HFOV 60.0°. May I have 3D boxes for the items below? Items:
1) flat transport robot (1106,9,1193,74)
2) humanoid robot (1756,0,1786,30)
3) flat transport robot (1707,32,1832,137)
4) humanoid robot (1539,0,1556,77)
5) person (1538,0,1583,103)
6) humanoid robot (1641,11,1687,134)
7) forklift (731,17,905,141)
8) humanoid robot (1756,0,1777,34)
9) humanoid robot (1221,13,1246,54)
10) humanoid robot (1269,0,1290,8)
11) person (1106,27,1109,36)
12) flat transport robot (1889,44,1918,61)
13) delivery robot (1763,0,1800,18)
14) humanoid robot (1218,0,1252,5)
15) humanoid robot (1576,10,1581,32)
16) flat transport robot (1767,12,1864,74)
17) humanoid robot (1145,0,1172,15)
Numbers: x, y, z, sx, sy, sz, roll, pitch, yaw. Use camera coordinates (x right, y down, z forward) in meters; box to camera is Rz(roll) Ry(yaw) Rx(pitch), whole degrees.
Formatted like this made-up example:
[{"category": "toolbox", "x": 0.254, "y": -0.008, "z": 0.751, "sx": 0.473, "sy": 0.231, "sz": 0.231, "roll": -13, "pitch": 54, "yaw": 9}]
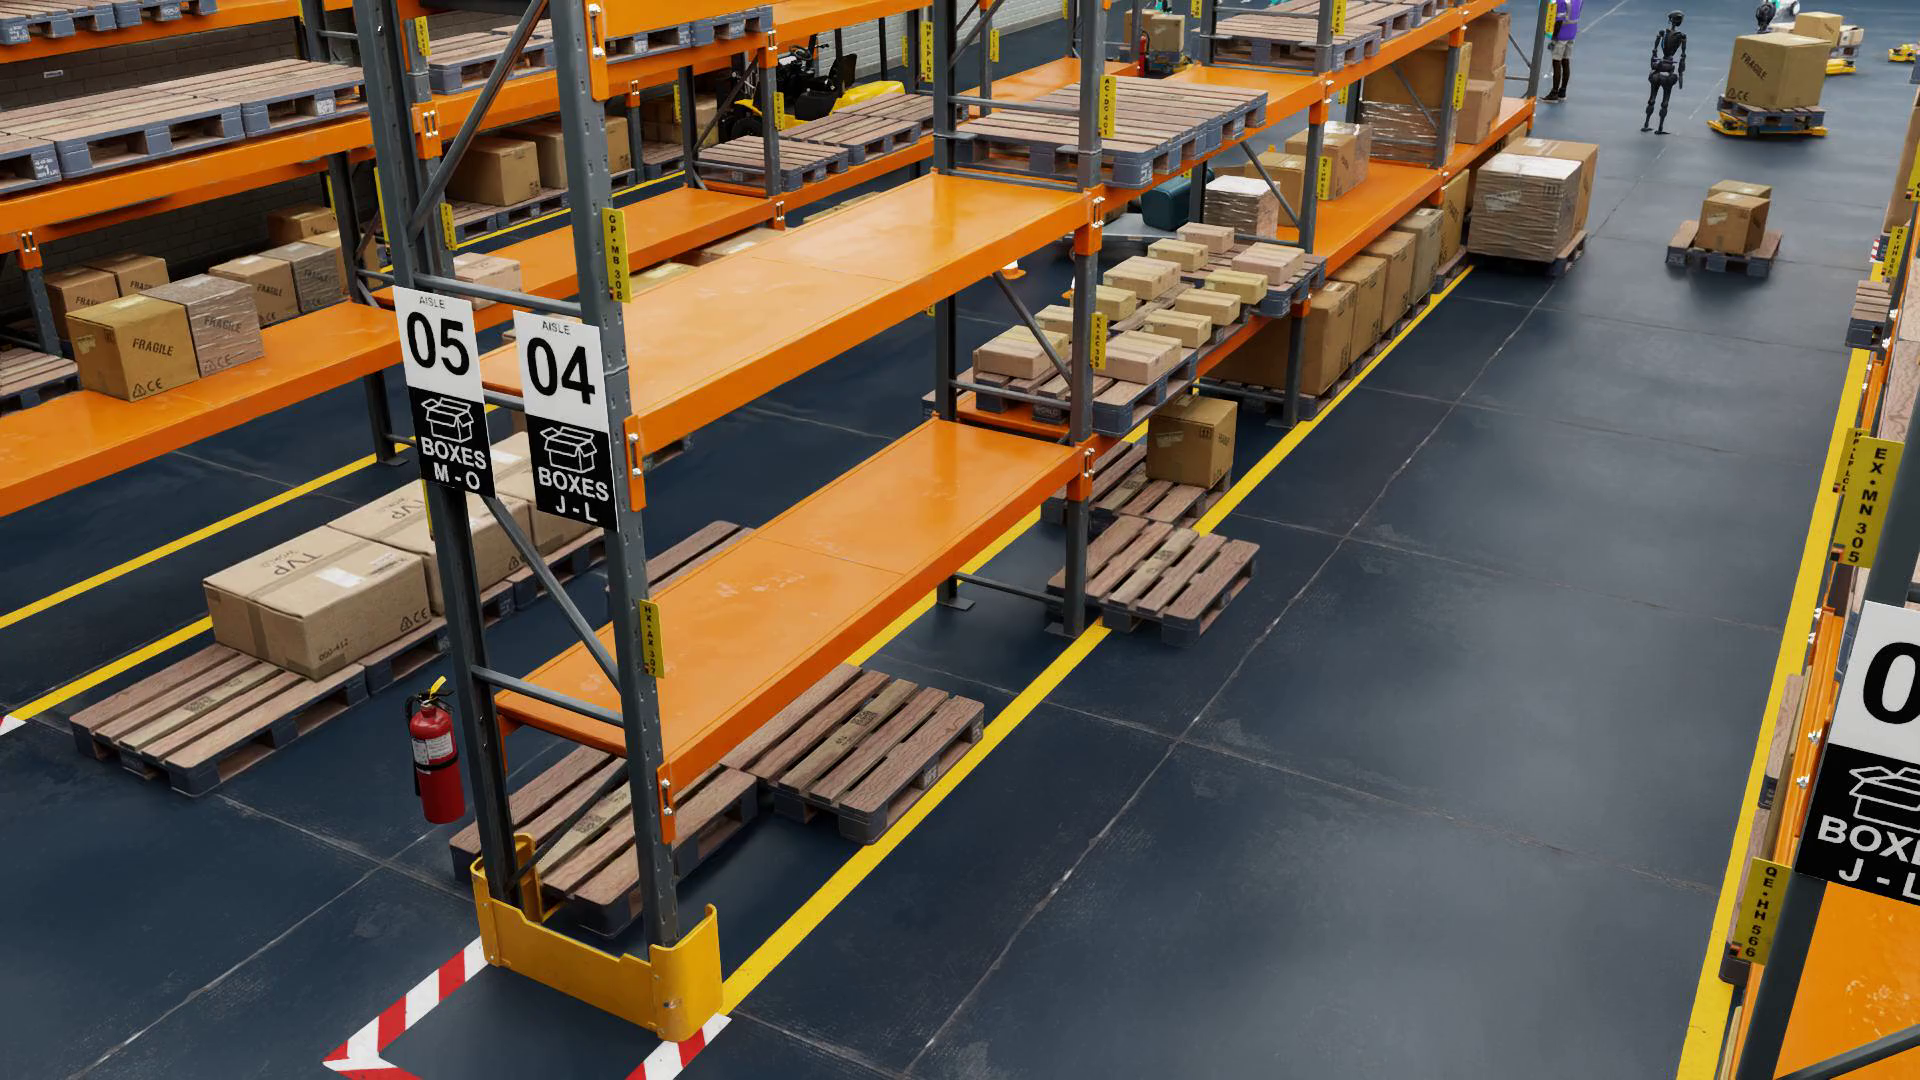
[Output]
[{"category": "flat transport robot", "x": 3.199, "y": -8.044, "z": 28.057, "sx": 1.431, "sy": 0.231, "sz": 0.659, "roll": 4, "pitch": 26, "yaw": 8}, {"category": "humanoid robot", "x": 15.527, "y": -10.449, "z": 31.475, "sx": 0.795, "sy": 1.882, "sz": 0.553, "roll": 4, "pitch": 26, "yaw": 8}, {"category": "flat transport robot", "x": 11.458, "y": -5.893, "z": 23.587, "sx": 1.431, "sy": 0.231, "sz": 0.659, "roll": 0, "pitch": 26, "yaw": 0}, {"category": "humanoid robot", "x": 9.751, "y": -8.429, "z": 27.186, "sx": 0.700, "sy": 1.783, "sz": 0.578, "roll": 17, "pitch": 30, "yaw": 31}, {"category": "person", "x": 9.177, "y": -7.677, "z": 25.346, "sx": 0.606, "sy": 1.958, "sz": 0.381, "roll": -21, "pitch": 33, "yaw": -37}, {"category": "humanoid robot", "x": 9.910, "y": -6.582, "z": 23.378, "sx": 0.315, "sy": 1.657, "sz": 0.599, "roll": -12, "pitch": 28, "yaw": -23}, {"category": "forklift", "x": -1.819, "y": -5.975, "z": 21.543, "sx": 2.313, "sy": 2.155, "sz": 1.214, "roll": 14, "pitch": 29, "yaw": 26}, {"category": "humanoid robot", "x": 12.616, "y": -7.812, "z": 25.989, "sx": 0.687, "sy": 1.636, "sz": 0.610, "roll": 10, "pitch": 28, "yaw": 20}, {"category": "humanoid robot", "x": 3.972, "y": -6.642, "z": 23.593, "sx": 0.589, "sy": 1.643, "sz": 0.790, "roll": 16, "pitch": 30, "yaw": 30}, {"category": "humanoid robot", "x": 6.139, "y": -10.487, "z": 31.492, "sx": 0.671, "sy": 1.848, "sz": 0.541, "roll": 18, "pitch": 31, "yaw": 33}, {"category": "person", "x": 2.532, "y": -10.127, "z": 30.536, "sx": 0.650, "sy": 1.900, "sz": 0.904, "roll": 18, "pitch": 31, "yaw": 33}, {"category": "flat transport robot", "x": 16.913, "y": -8.397, "z": 28.790, "sx": 1.431, "sy": 0.231, "sz": 0.659, "roll": 11, "pitch": 28, "yaw": 21}, {"category": "delivery robot", "x": 16.559, "y": -10.842, "z": 33.559, "sx": 0.805, "sy": 0.612, "sz": 0.499, "roll": -16, "pitch": 30, "yaw": -29}, {"category": "humanoid robot", "x": 5.791, "y": -11.911, "z": 34.433, "sx": 1.034, "sy": 1.752, "sz": 0.552, "roll": -4, "pitch": 26, "yaw": -8}, {"category": "humanoid robot", "x": 11.710, "y": -10.491, "z": 31.525, "sx": 0.589, "sy": 1.647, "sz": 0.422, "roll": -21, "pitch": 33, "yaw": -36}, {"category": "flat transport robot", "x": 14.427, "y": -8.145, "z": 28.266, "sx": 0.659, "sy": 0.231, "sz": 1.431, "roll": -11, "pitch": 28, "yaw": -22}, {"category": "humanoid robot", "x": 3.417, "y": -9.289, "z": 28.950, "sx": 0.675, "sy": 1.779, "sz": 0.566, "roll": -8, "pitch": 27, "yaw": -16}]
